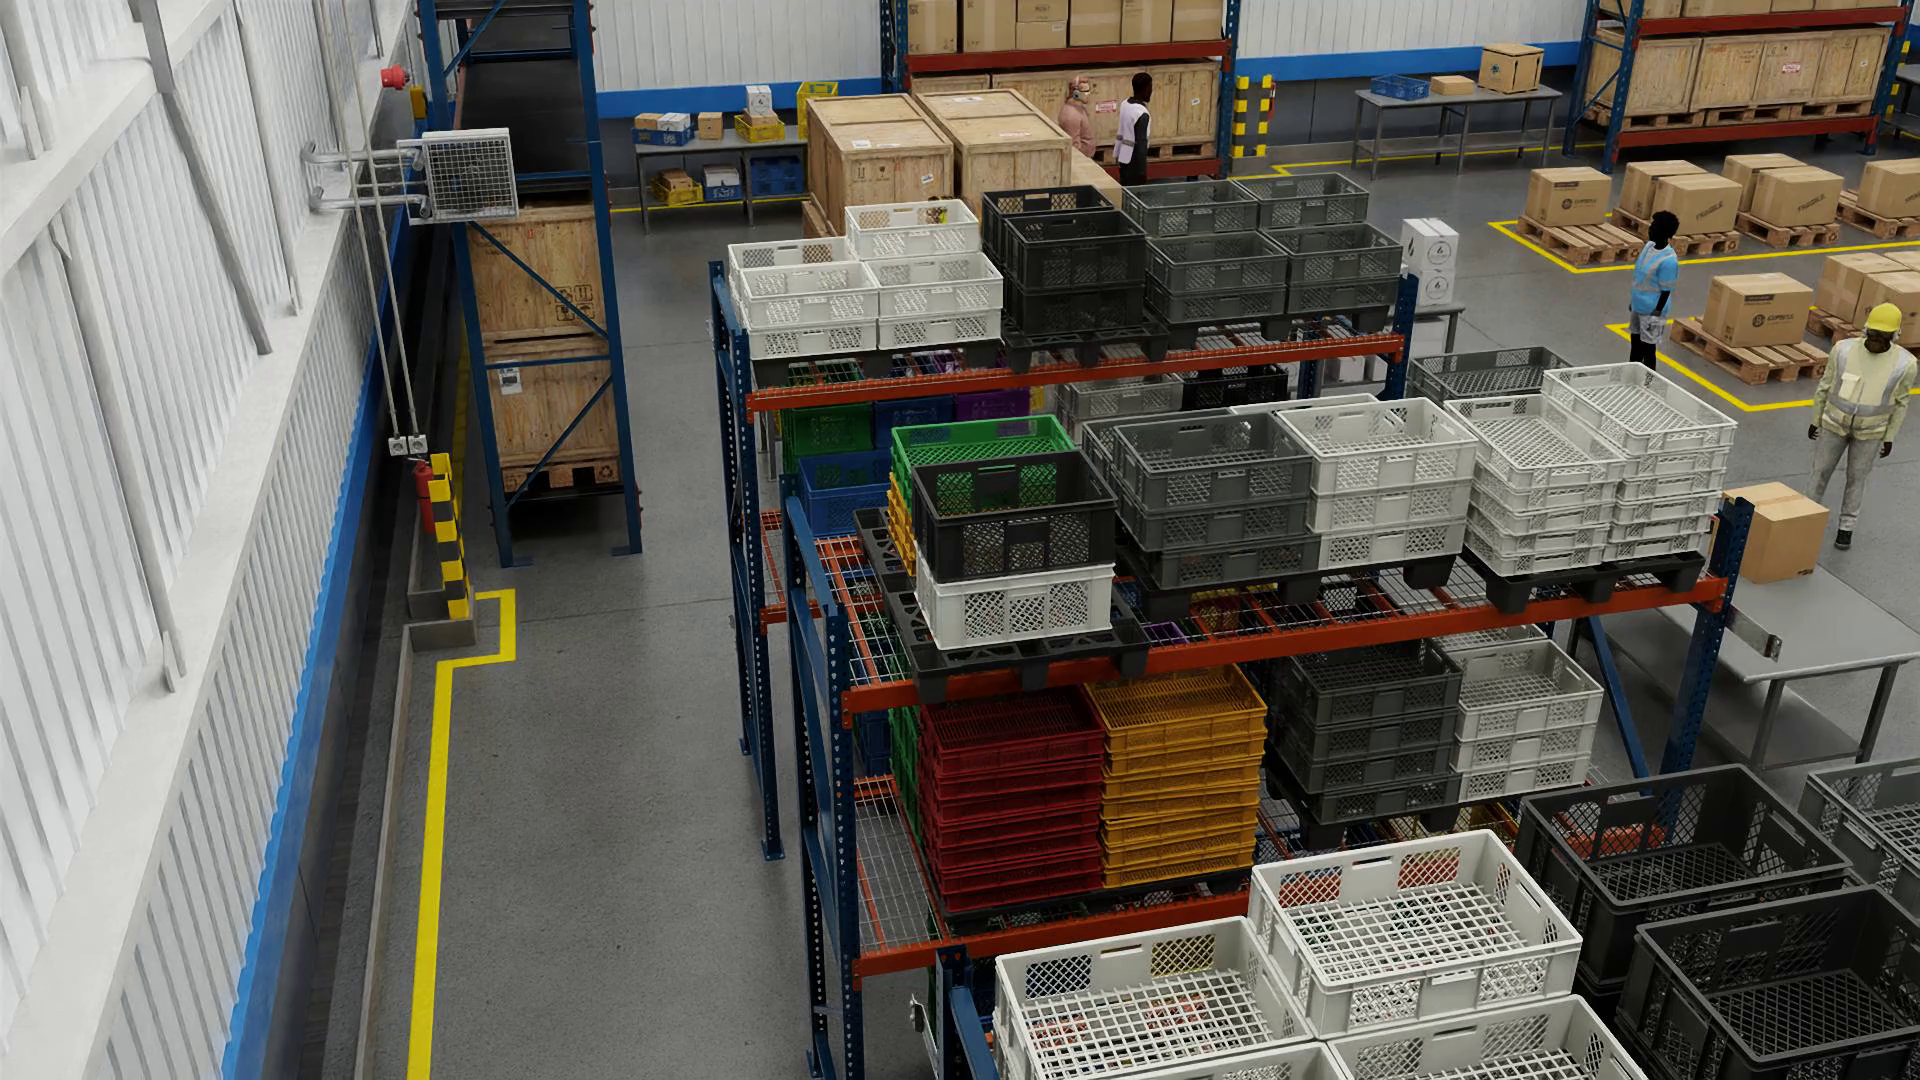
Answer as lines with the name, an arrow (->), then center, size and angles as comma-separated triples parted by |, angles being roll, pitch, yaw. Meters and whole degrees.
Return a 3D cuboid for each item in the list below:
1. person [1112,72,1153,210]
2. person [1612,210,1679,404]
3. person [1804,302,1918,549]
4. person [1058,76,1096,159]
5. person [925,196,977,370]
person -> 1.871, -4.112, 18.079 | 0.389, 1.911, 0.591 | -8, 29, -14
person -> 5.906, -1.997, 14.286 | 0.318, 1.697, 0.535 | -2, 28, -3
person -> 6.404, -0.825, 11.916 | 0.590, 1.837, 0.404 | 17, 32, 30
person -> 1.254, -4.030, 17.920 | 0.409, 1.906, 0.652 | 0, 28, 0
person -> -0.068, -2.033, 14.186 | 0.481, 1.854, 0.553 | -11, 30, -20
